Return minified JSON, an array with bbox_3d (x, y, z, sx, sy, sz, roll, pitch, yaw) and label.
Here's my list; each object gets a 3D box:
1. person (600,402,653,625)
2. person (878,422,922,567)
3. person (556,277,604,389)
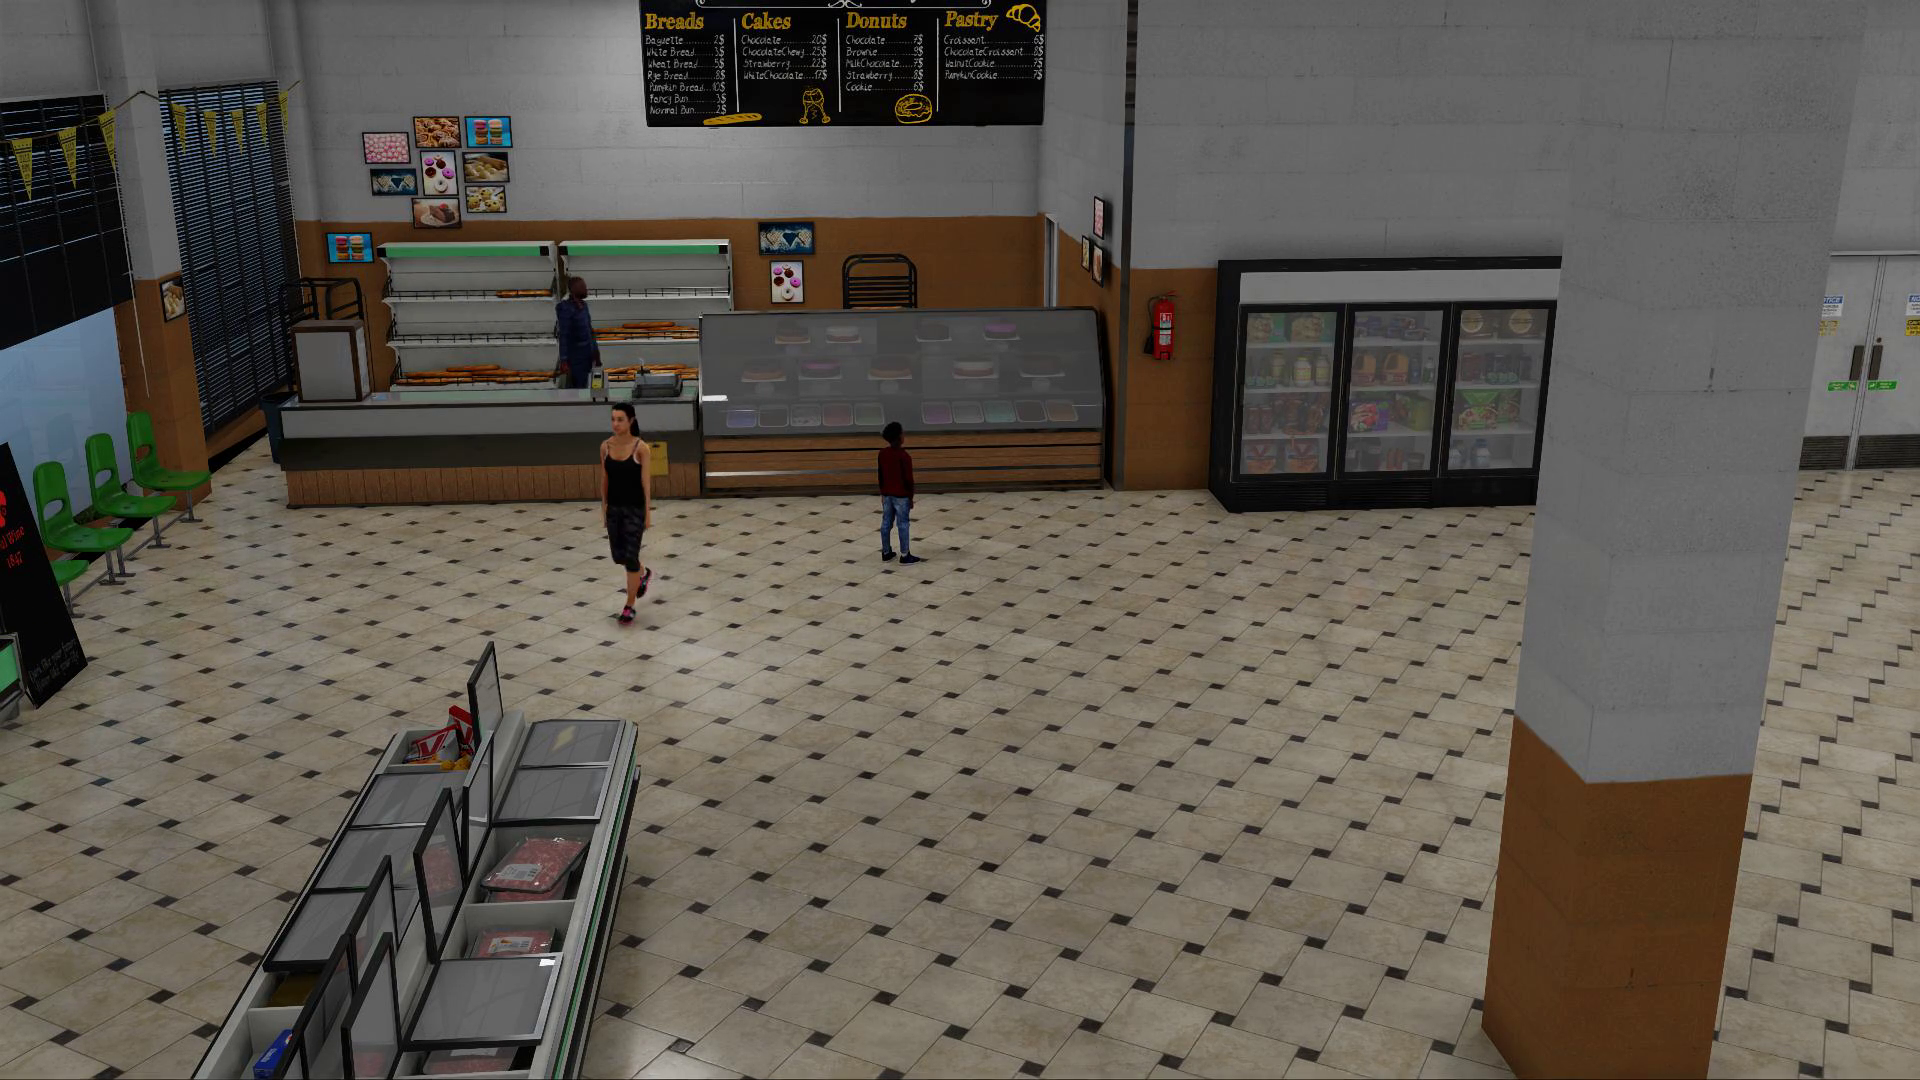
[{"bbox_3d":[-2.534,-0.234,12.925,0.734,1.712,0.931,4,17,13],"label":"person"},{"bbox_3d":[-0.549,-0.404,14.274,0.591,1.254,0.642,11,20,33],"label":"person"},{"bbox_3d":[-4.377,-2.060,18.792,0.939,1.796,0.969,5,18,15],"label":"person"}]
